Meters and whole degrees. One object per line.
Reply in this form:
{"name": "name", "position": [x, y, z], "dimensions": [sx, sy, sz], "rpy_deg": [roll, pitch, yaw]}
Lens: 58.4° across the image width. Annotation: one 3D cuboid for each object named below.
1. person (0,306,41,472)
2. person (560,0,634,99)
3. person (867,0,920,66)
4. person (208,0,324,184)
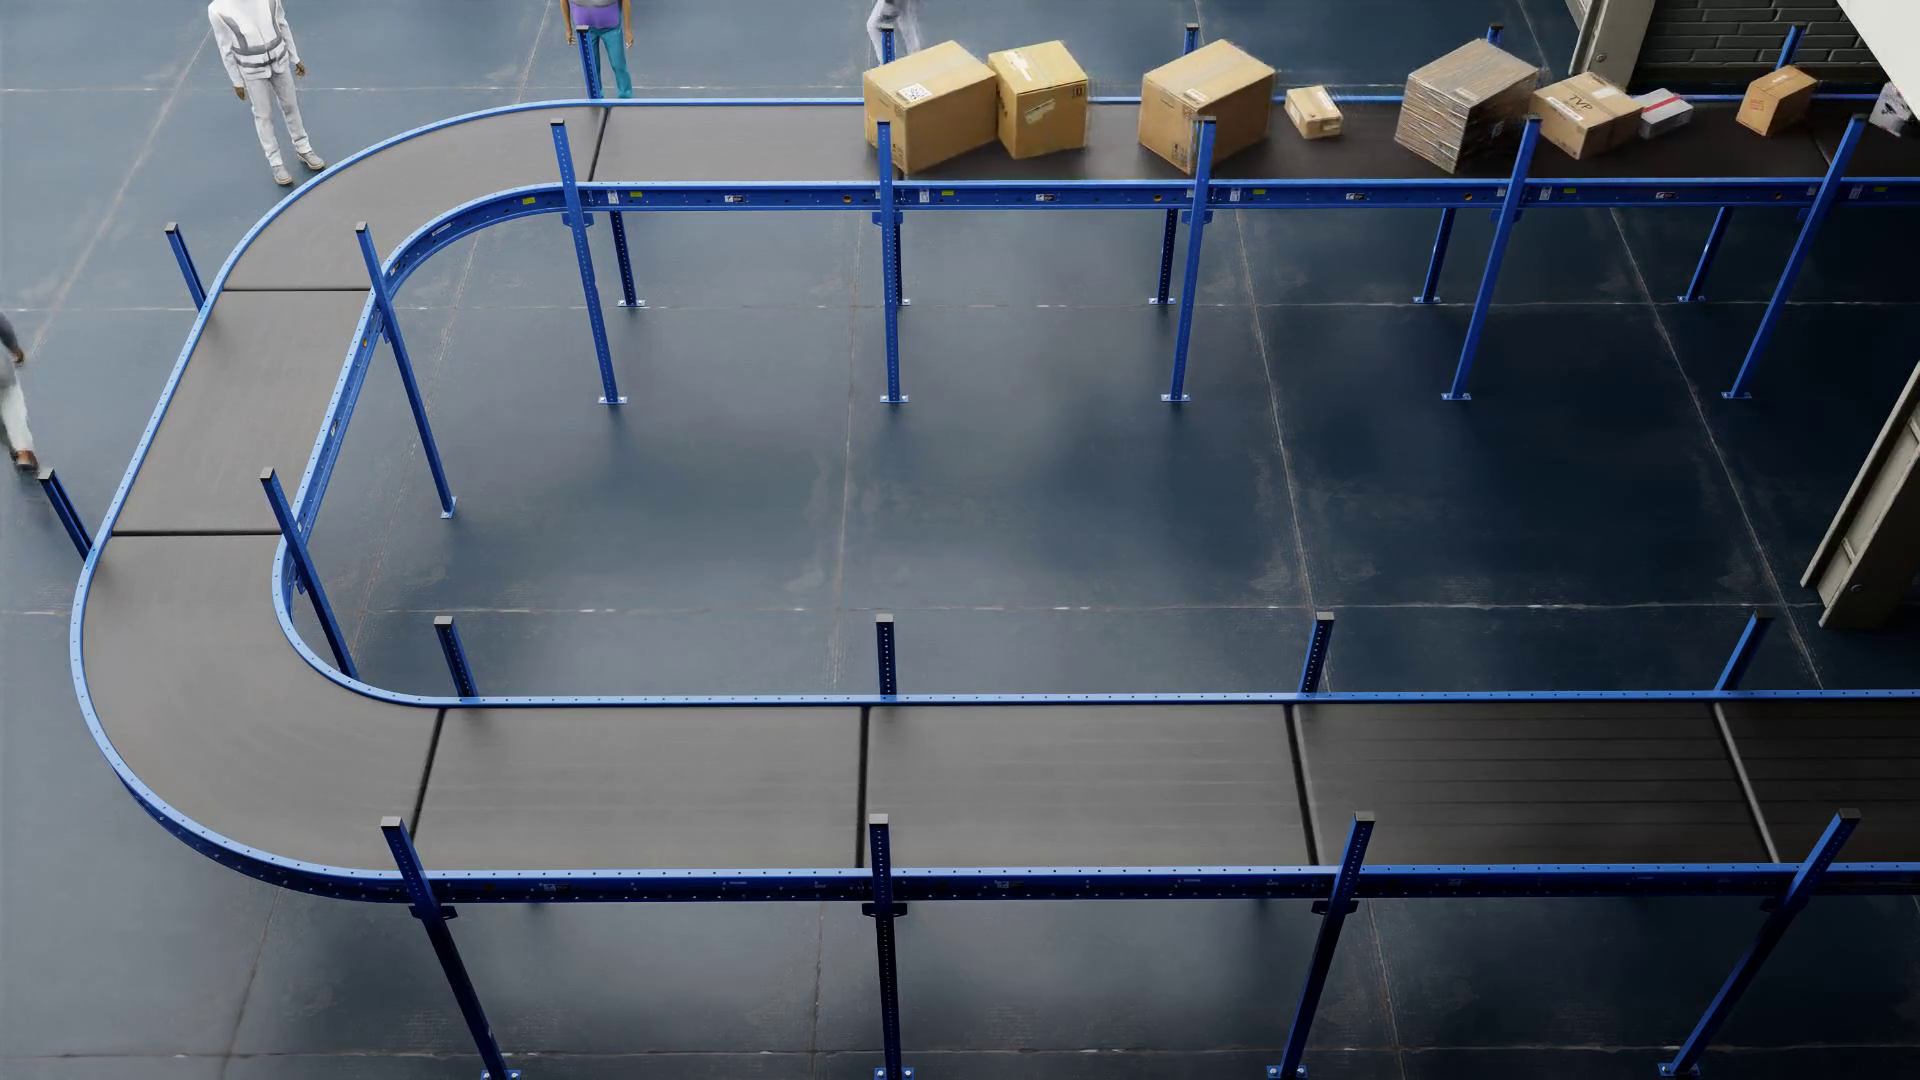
{"name": "person", "position": [-6.389, -1.165, 11.051], "dimensions": [0.646, 1.924, 0.561], "rpy_deg": [-20, 50, -18]}
{"name": "person", "position": [-2.922, -4.180, 13.916], "dimensions": [0.567, 1.846, 0.389], "rpy_deg": [-1, 47, -1]}
{"name": "person", "position": [-0.590, -4.618, 14.319], "dimensions": [0.674, 1.854, 0.555], "rpy_deg": [18, 49, 16]}
{"name": "person", "position": [-5.432, -3.692, 13.435], "dimensions": [0.581, 1.882, 0.339], "rpy_deg": [-35, 56, -28]}
